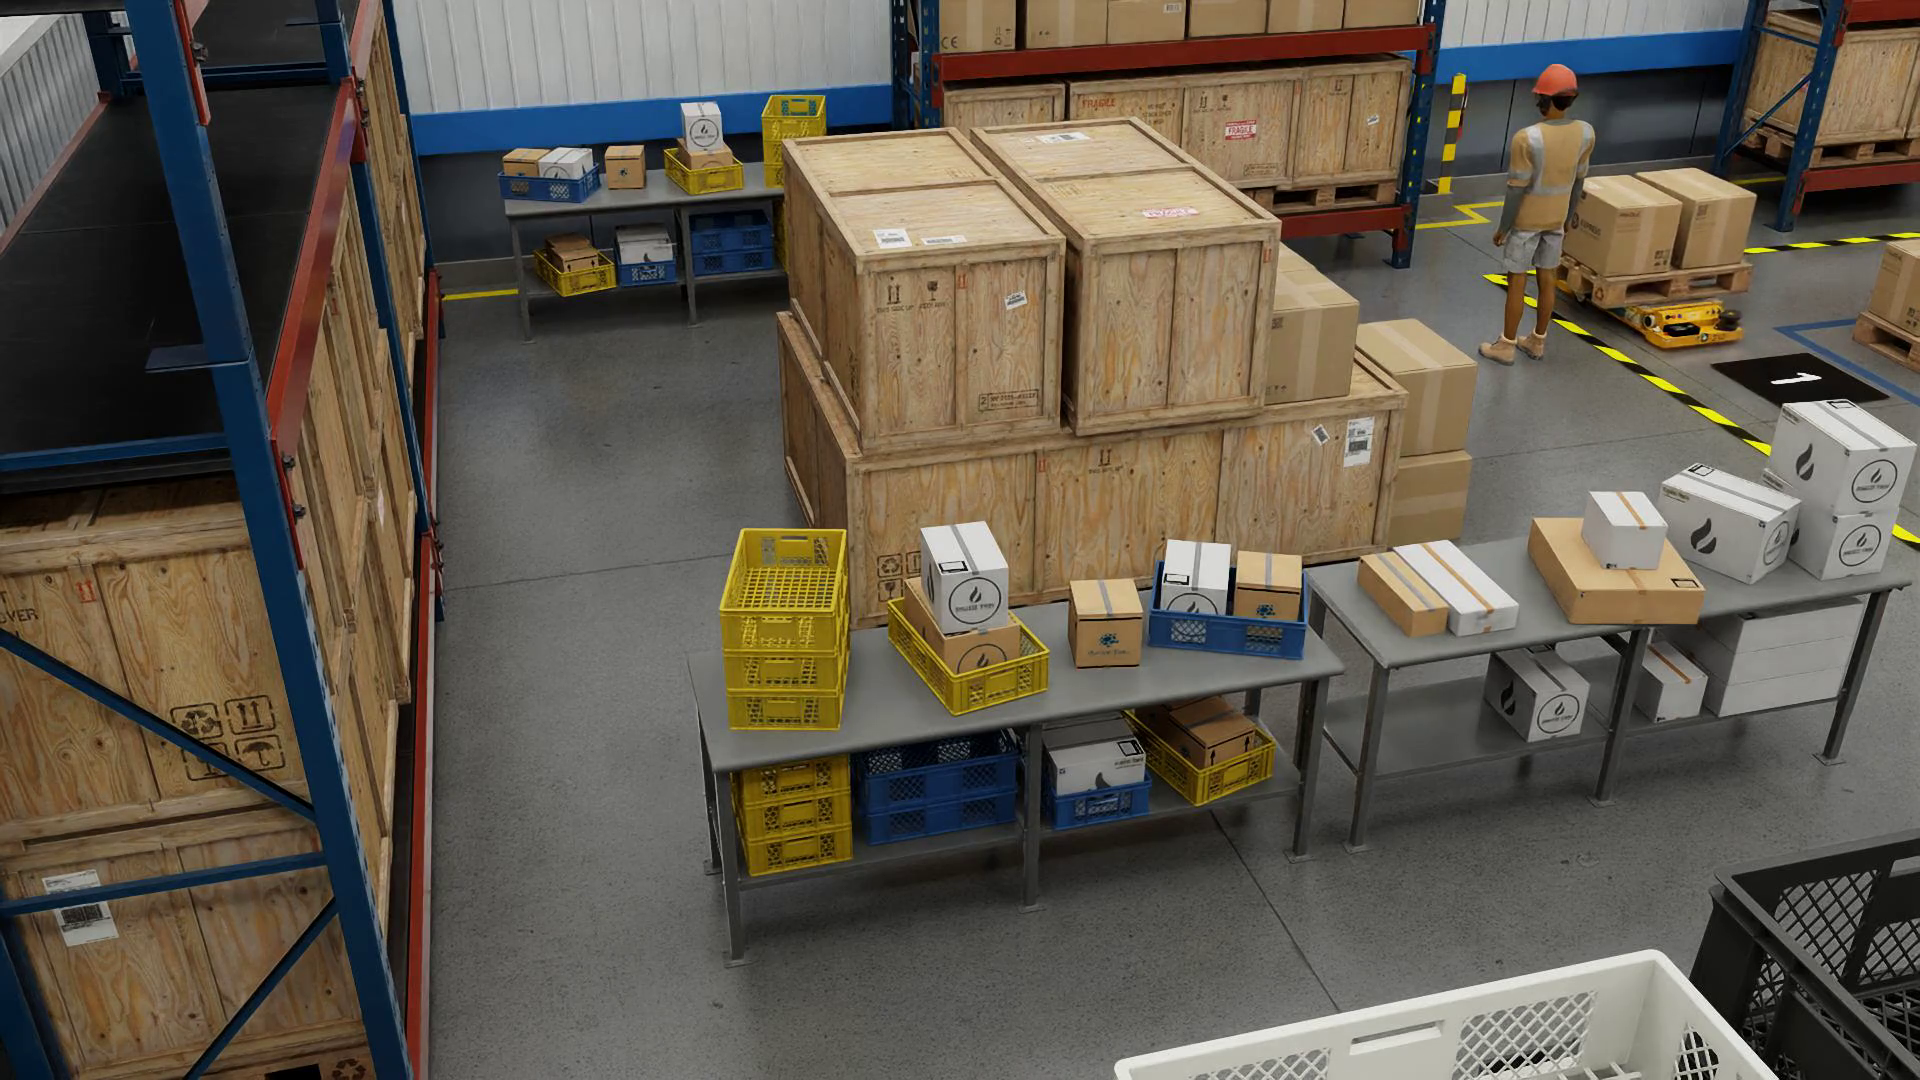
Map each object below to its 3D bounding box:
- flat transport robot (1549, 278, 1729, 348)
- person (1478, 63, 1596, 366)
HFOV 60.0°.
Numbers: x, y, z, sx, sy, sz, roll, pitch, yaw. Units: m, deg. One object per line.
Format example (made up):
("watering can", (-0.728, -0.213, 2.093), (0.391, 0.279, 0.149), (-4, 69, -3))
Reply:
("flat transport robot", (5.082, -1.800, 12.355), (0.652, 0.197, 1.431), (-8, 30, -14))
("person", (3.886, -2.173, 11.224), (0.607, 2.045, 0.366), (-10, 30, -17))
